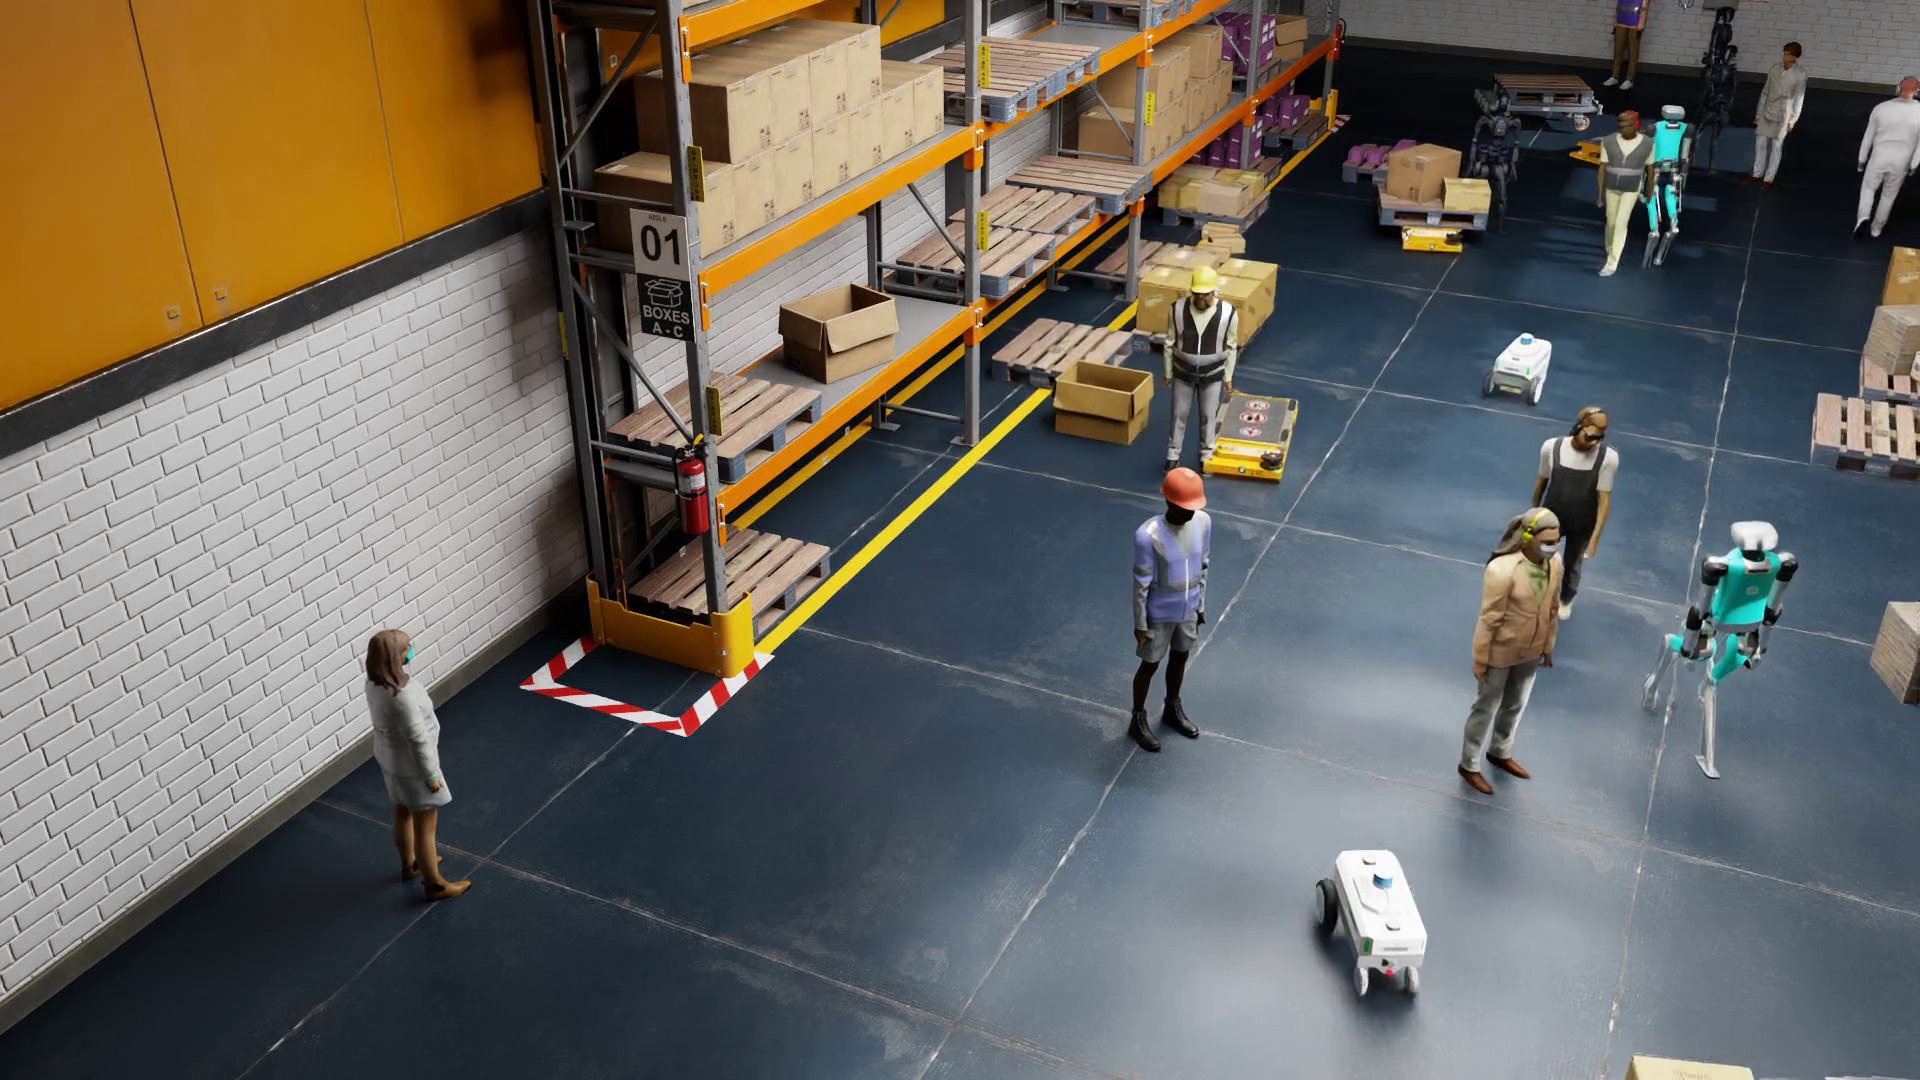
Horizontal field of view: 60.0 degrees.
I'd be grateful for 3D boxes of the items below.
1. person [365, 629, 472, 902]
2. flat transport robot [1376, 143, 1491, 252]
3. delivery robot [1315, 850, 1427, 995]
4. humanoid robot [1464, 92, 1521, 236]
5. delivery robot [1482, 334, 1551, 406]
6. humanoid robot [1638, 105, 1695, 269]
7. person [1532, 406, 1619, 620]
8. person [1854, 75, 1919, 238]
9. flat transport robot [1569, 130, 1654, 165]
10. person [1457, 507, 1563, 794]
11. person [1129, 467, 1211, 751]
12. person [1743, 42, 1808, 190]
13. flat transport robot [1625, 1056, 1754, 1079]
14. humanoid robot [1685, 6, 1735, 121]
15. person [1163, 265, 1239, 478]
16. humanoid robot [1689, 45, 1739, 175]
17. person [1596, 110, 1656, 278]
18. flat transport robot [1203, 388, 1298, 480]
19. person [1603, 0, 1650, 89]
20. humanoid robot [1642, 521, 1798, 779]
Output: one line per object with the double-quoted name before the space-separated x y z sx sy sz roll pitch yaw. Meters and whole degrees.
"person" -2.968 1.204 9.027 0.335 1.659 0.499 -24 36 -37
"flat transport robot" 5.527 -3.709 19.606 0.659 0.231 1.431 5 29 9
"delivery robot" 2.197 1.973 8.782 0.499 0.608 0.797 0 28 -1
"humanoid robot" 6.219 -4.401 19.410 0.600 1.643 0.461 3 28 5
"delivery robot" 5.208 -1.617 15.417 0.499 0.587 0.781 17 33 29
"humanoid robot" 7.742 -3.768 18.251 0.532 1.856 0.777 1 28 2
"person" 4.157 -0.135 11.384 0.499 1.791 0.937 12 31 21
"person" 10.698 -4.372 19.135 0.652 1.887 0.601 12 31 22
"flat transport robot" 9.008 -5.310 22.574 1.431 0.231 0.659 -17 33 -29
"person" 3.273 0.634 9.878 0.555 1.869 0.396 -12 31 -21
"person" 1.302 0.425 10.194 0.539 1.929 0.377 -15 32 -26
"person" 10.340 -5.367 21.051 0.370 1.829 0.535 -20 34 -32
"flat transport robot" 3.456 3.016 7.136 0.659 0.231 1.431 4 29 7
"humanoid robot" 10.837 -6.852 23.956 0.424 1.647 0.590 24 37 37
"person" 1.954 -1.375 13.631 0.591 1.832 0.404 5 29 10
"humanoid robot" 9.777 -5.567 21.562 0.414 1.657 0.603 -8 29 -14
"person" 7.268 -3.846 18.249 0.573 1.793 0.856 18 33 30
"flat transport robot" 2.544 -0.931 14.455 0.659 0.231 1.431 8 29 14
"person" 10.396 -8.006 25.840 0.456 1.921 0.529 -20 34 -32
"humanoid robot" 4.592 0.510 10.279 0.563 1.754 1.049 0 28 0
